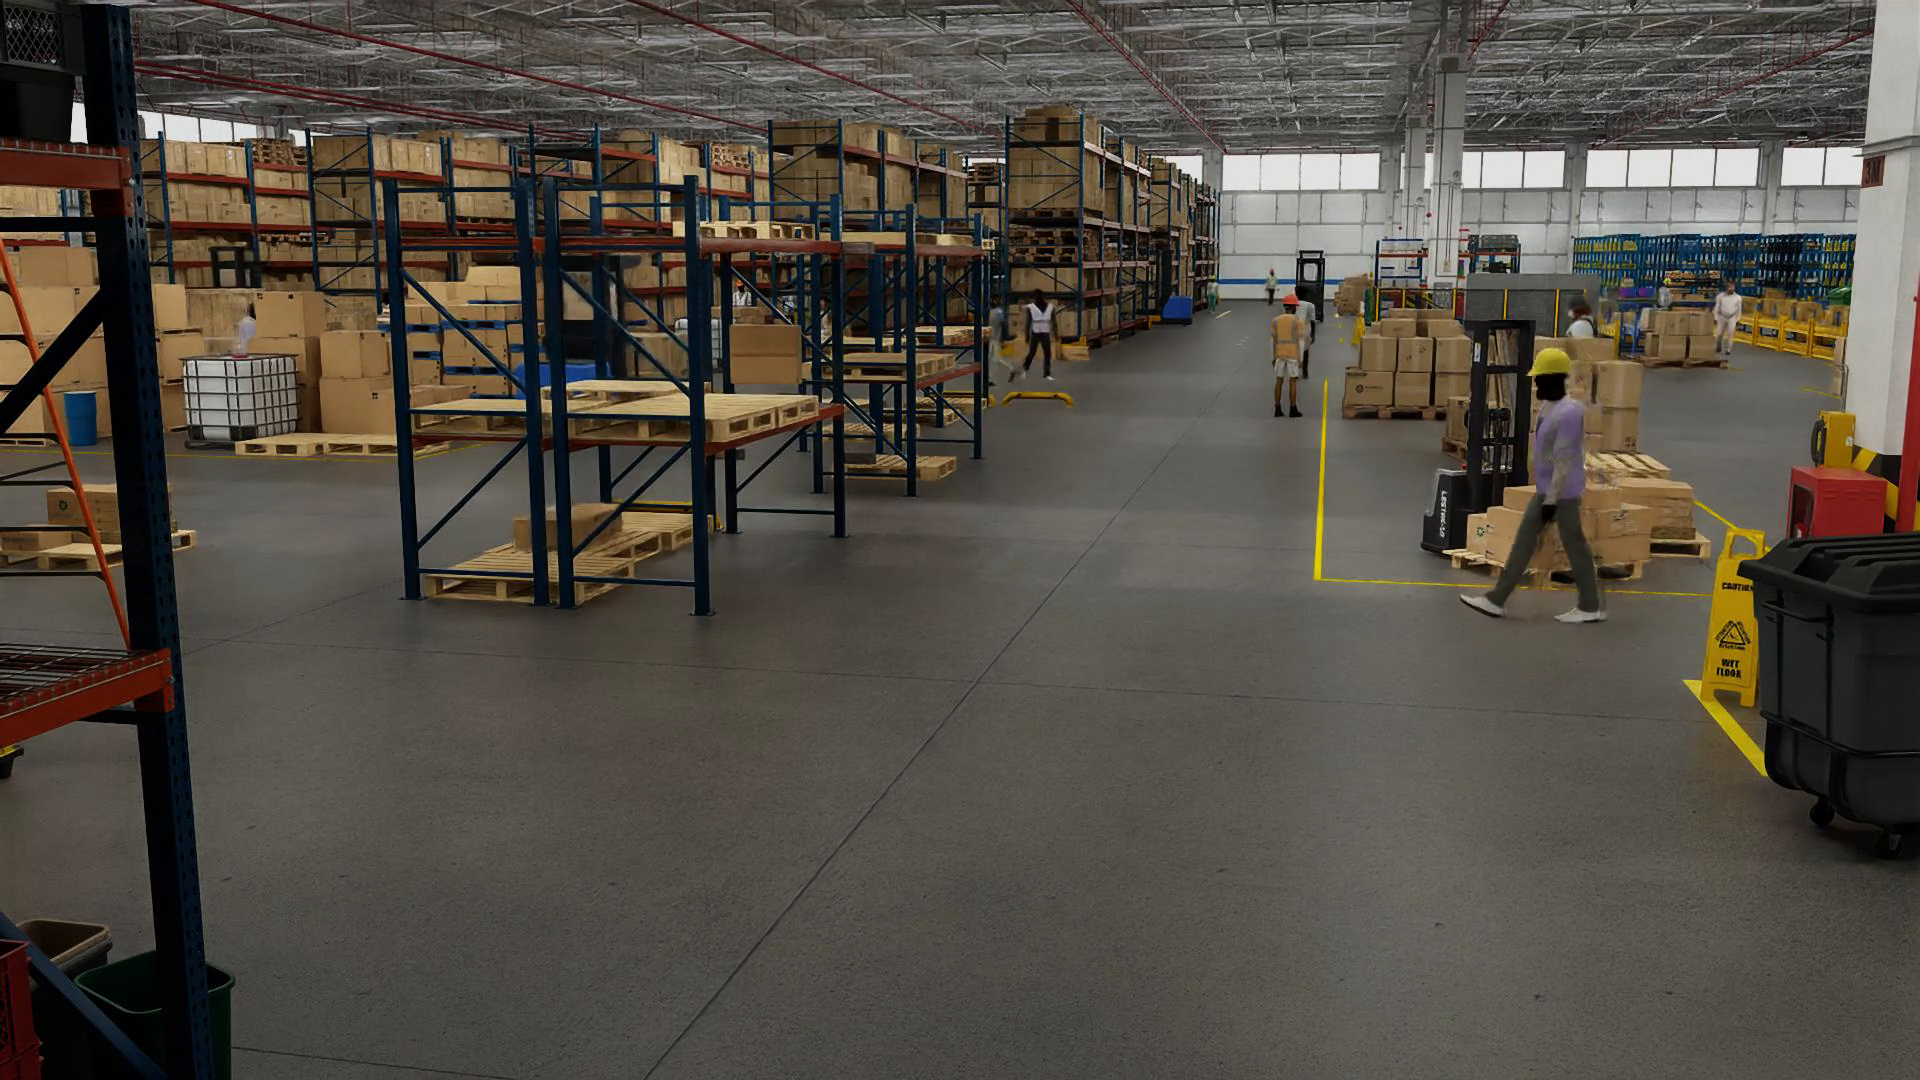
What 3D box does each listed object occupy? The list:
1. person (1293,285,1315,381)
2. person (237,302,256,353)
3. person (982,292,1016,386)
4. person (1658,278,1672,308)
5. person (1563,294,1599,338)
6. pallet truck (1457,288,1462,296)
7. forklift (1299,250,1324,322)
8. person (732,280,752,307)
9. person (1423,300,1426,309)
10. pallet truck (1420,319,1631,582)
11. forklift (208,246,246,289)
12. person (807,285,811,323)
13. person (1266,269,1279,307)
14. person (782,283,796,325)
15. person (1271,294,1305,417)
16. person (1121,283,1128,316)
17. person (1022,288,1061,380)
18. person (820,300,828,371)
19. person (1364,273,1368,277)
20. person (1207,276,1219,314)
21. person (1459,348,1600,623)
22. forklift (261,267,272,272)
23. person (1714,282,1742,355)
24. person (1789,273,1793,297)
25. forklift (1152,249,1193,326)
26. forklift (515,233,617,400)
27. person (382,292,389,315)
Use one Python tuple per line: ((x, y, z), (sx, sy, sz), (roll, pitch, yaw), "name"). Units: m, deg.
((6.923, -4.214, 33.927), (0.635, 1.935, 0.805), (2, 10, 12), "person")
((-11.561, -2.951, 26.876), (0.758, 1.806, 0.657), (-2, 10, -13), "person")
((0.736, -3.910, 32.445), (0.642, 1.844, 0.516), (-5, 11, -28), "person")
((24.614, -8.228, 58.078), (0.403, 1.820, 0.600), (7, 12, 34), "person")
((8.752, -2.497, 23.472), (0.647, 2.000, 0.695), (8, 13, 41), "person")
((20.506, -9.785, 68.819), (0.653, 1.274, 1.630), (2, 10, 12), "pallet truck")
((13.778, -10.002, 65.433), (1.129, 2.768, 1.873), (2, 10, 12), "forklift")
((-5.948, -6.137, 45.339), (0.551, 1.935, 0.372), (2, 10, 13), "person")
((15.828, -7.808, 56.159), (0.279, 1.624, 0.494), (-6, 12, -34), "person")
((4.543, -0.757, 13.299), (0.823, 1.965, 1.885), (-4, 10, -22), "pallet truck")
((-20.152, -6.698, 45.869), (1.129, 2.768, 1.873), (2, 10, 12), "forklift")
((-5.646, -9.160, 64.172), (0.498, 1.627, 0.284), (0, 10, -1), "person")
((16.378, -13.218, 87.273), (0.622, 1.946, 1.029), (-3, 10, -16), "person")
((-5.793, -7.873, 56.360), (0.535, 1.690, 0.319), (-9, 13, -44), "person")
((5.151, -2.891, 26.120), (0.548, 1.934, 0.376), (7, 12, 34), "person")
((5.779, -8.361, 59.369), (0.912, 1.635, 0.538), (6, 11, 32), "person")
((1.676, -4.238, 34.279), (0.706, 1.883, 0.743), (-3, 10, -17), "person")
((-2.884, -4.149, 34.440), (0.306, 1.640, 0.521), (3, 10, 18), "person")
((22.470, -13.957, 92.270), (0.607, 1.722, 0.582), (-3, 10, -19), "person")
((11.438, -11.106, 75.370), (0.543, 1.719, 0.898), (2, 10, 11), "person")
((3.933, -0.348, 11.226), (0.979, 1.872, 0.608), (0, 10, 0), "person")
((-23.947, -8.640, 57.368), (1.873, 2.768, 1.129), (-1, 10, -5), "forklift")
((20.049, -5.796, 43.440), (0.661, 1.892, 0.607), (3, 10, 20), "person")
((39.853, -11.880, 79.642), (0.586, 1.837, 0.403), (-4, 10, -21), "person")
((7.646, -9.320, 61.395), (1.873, 2.768, 1.129), (2, 10, 11), "forklift")
((-5.221, -2.781, 22.673), (1.129, 2.768, 1.873), (2, 10, 12), "forklift")
((-13.606, -5.048, 39.602), (0.318, 1.697, 0.535), (-4, 10, -23), "person")
